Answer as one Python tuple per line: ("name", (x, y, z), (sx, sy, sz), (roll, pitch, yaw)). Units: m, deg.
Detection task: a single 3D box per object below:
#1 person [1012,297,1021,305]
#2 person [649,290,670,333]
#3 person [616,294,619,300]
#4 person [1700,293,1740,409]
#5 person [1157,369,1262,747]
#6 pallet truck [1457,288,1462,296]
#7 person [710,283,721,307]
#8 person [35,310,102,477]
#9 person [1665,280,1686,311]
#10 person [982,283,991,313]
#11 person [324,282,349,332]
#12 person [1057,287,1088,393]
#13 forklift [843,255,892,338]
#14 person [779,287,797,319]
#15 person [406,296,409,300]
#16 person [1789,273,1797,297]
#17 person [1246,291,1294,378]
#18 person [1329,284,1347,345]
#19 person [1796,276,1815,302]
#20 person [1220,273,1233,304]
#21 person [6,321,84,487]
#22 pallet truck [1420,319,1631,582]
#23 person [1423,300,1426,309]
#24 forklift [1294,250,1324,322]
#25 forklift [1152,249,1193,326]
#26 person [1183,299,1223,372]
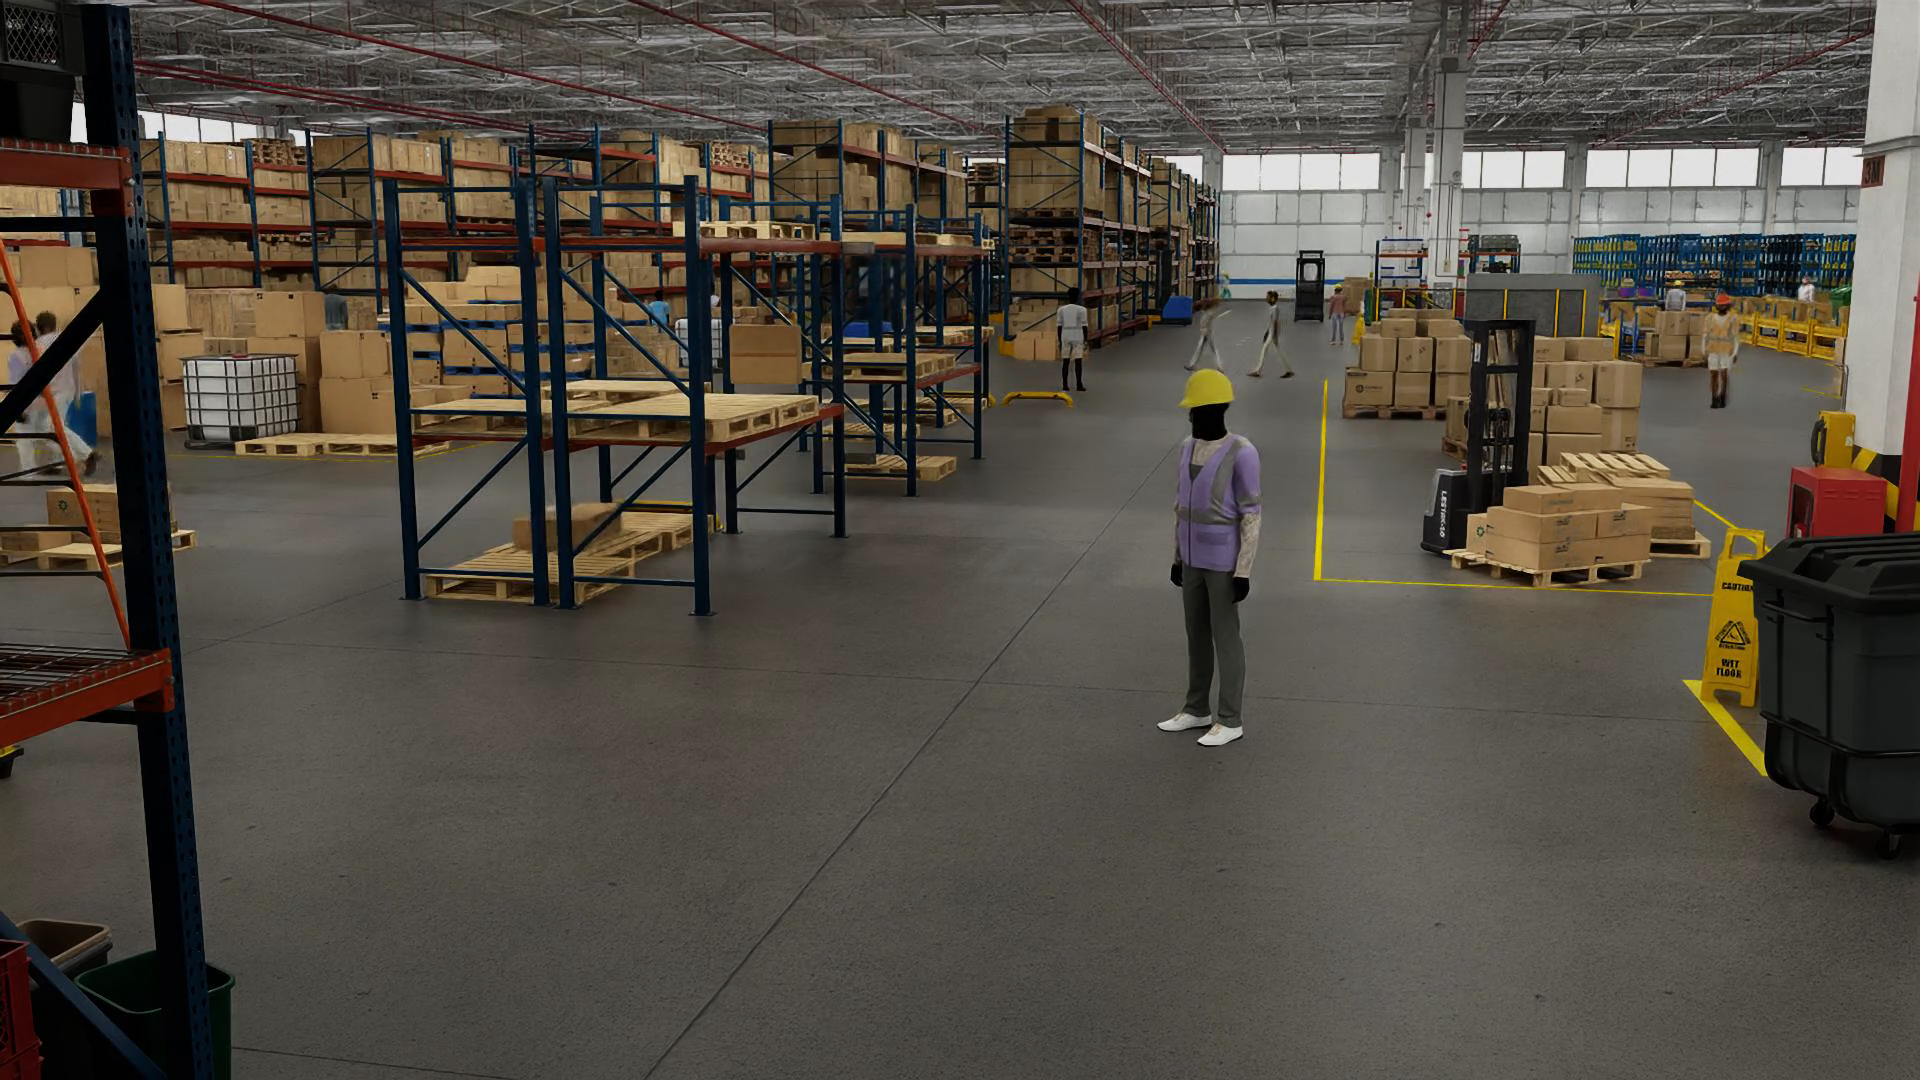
("person", (1.943, -8.358, 58.204), (0.391, 2.034, 0.605), (-3, 10, -18))
("person", (-7.592, -5.456, 42.012), (0.538, 1.695, 0.320), (-1, 10, -4))
("person", (-8.475, -5.247, 40.972), (0.528, 1.630, 0.322), (1, 10, 5))
("person", (12.532, -3.115, 27.471), (0.563, 1.917, 0.554), (6, 12, 34))
("person", (1.268, 0.089, 8.503), (0.379, 1.923, 0.595), (-6, 11, -30))
("pallet truck", (20.506, -9.785, 68.819), (0.653, 1.274, 1.630), (2, 10, 12))
("person", (-5.980, -5.233, 40.088), (0.656, 1.902, 0.432), (4, 10, 20))
("person", (-10.178, -1.653, 18.883), (0.839, 1.911, 0.625), (1, 10, 8))
("person", (23.056, -7.468, 53.583), (0.602, 1.815, 0.610), (3, 10, 19))
("person", (0.821, -8.010, 57.171), (0.546, 1.680, 0.372), (2, 10, 11))
("person", (-14.452, -4.971, 38.427), (0.633, 1.938, 0.356), (-1, 10, -8))
("person", (2.097, -3.712, 30.889), (0.607, 1.966, 0.367), (4, 10, 22))
("forklift", (-1.998, -5.219, 37.111), (1.129, 2.768, 1.873), (2, 10, 12))
("person", (-6.924, -9.555, 65.991), (0.893, 1.810, 0.625), (3, 10, 15))
("person", (-14.756, -6.042, 45.245), (0.629, 1.792, 0.988), (3, 10, 16))
("person", (39.861, -11.875, 79.627), (0.600, 1.829, 0.404), (-4, 10, -21))
("person", (6.538, -4.285, 34.721), (0.976, 1.827, 0.513), (3, 10, 19))
("person", (10.979, -6.565, 48.378), (0.525, 1.769, 0.310), (-2, 10, -13))
("person", (29.097, -8.143, 57.336), (0.432, 1.892, 0.678), (-3, 10, -19))
("person", (14.687, -13.867, 91.772), (0.828, 1.716, 0.559), (8, 12, 39))
("person", (-10.010, -1.470, 18.065), (0.657, 1.821, 0.631), (2, 10, 9))
("pallet truck", (4.543, -0.757, 13.299), (0.823, 1.965, 1.885), (-4, 10, -22))
("person", (15.797, -7.801, 56.114), (0.279, 1.624, 0.494), (-6, 12, -33))
("forklift", (13.778, -10.002, 65.433), (1.129, 2.768, 1.873), (2, 10, 12))
("forklift", (7.646, -9.320, 61.395), (1.873, 2.768, 1.129), (2, 10, 11))
("person", (5.392, -4.479, 36.527), (0.907, 1.585, 0.531), (-2, 10, -10))
